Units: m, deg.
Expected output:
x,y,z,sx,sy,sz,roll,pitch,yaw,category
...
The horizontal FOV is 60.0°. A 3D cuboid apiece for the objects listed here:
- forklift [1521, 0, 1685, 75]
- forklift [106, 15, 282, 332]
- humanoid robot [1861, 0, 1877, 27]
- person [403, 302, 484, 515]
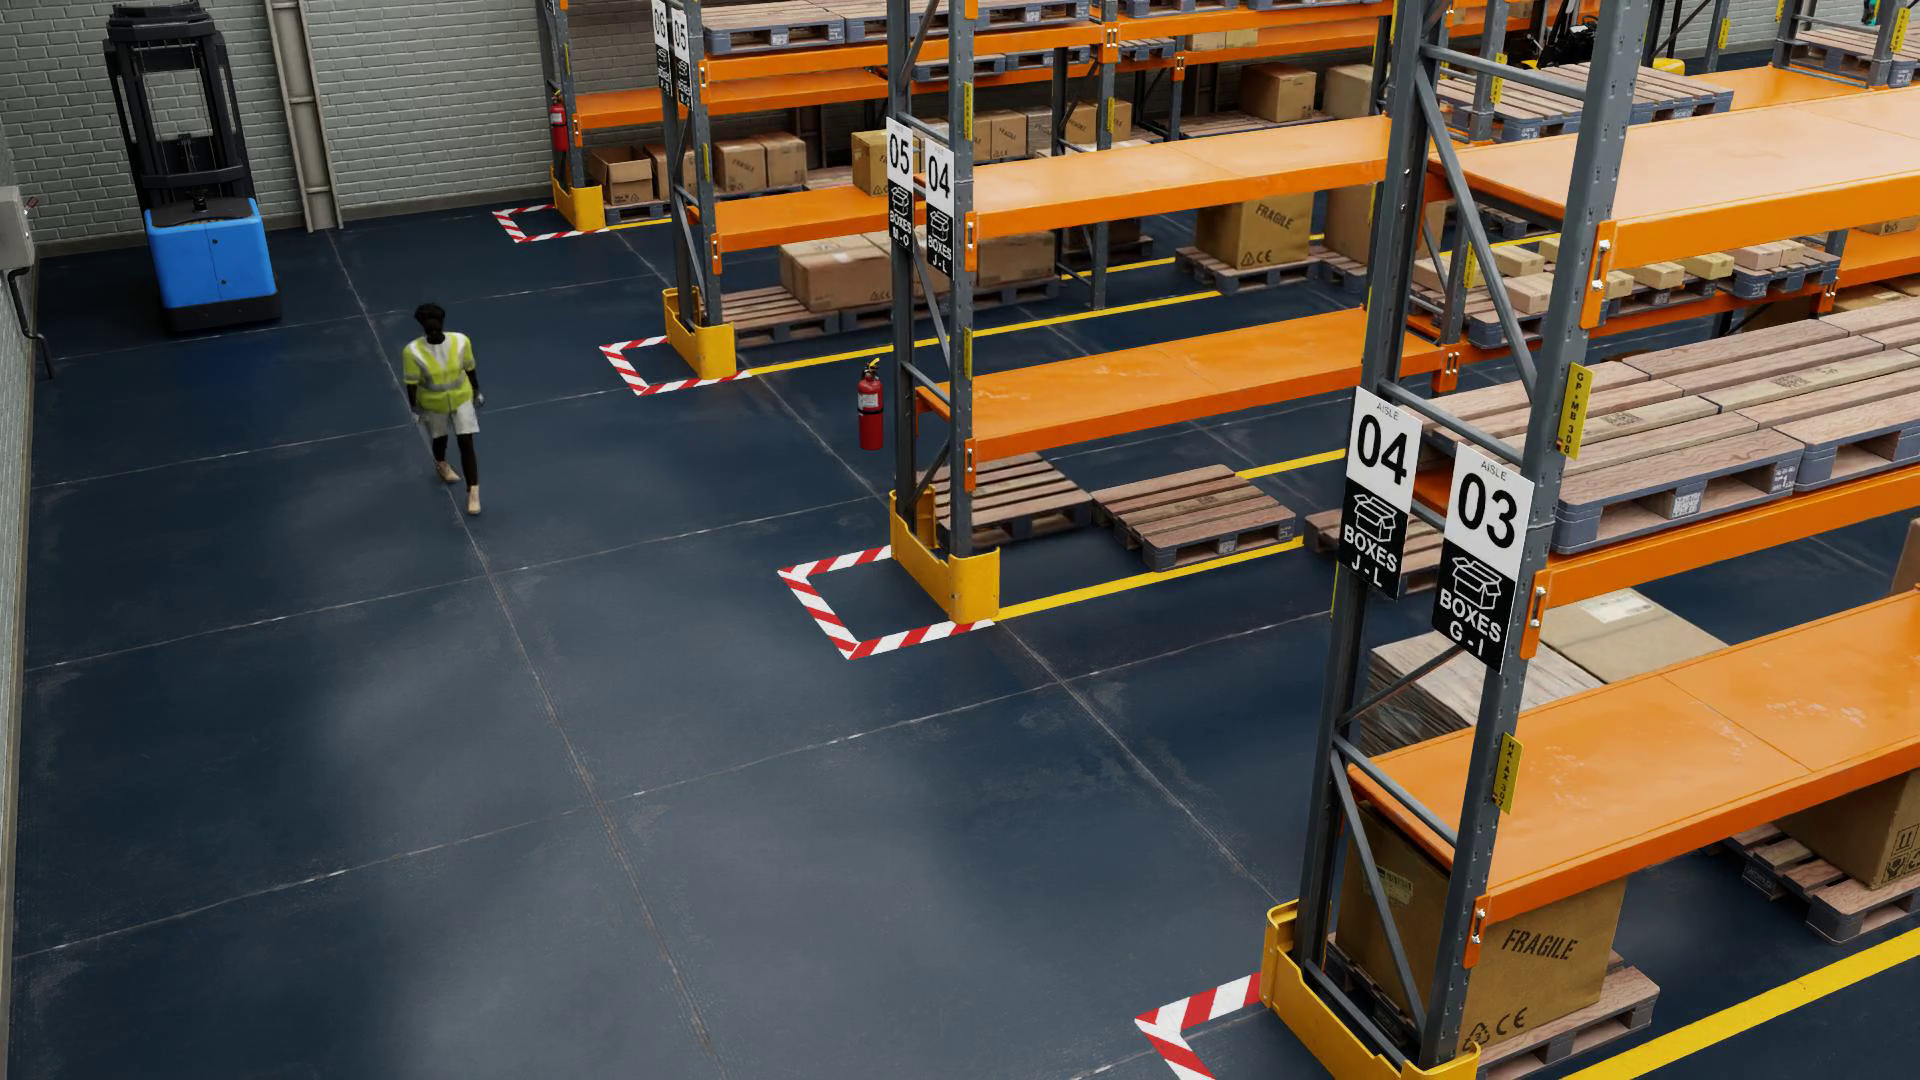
x,y,z,sx,sy,sz,roll,pitch,yaw,category
8.950,-6.807,23.056,1.214,2.155,2.313,-12,30,-22,forklift
-7.548,-3.672,16.323,1.129,2.768,1.873,-12,30,-22,forklift
14.681,-8.213,26.288,1.008,1.765,0.545,-14,31,-25,humanoid robot
-3.927,-1.080,12.670,0.572,1.644,0.843,-12,30,-22,person
